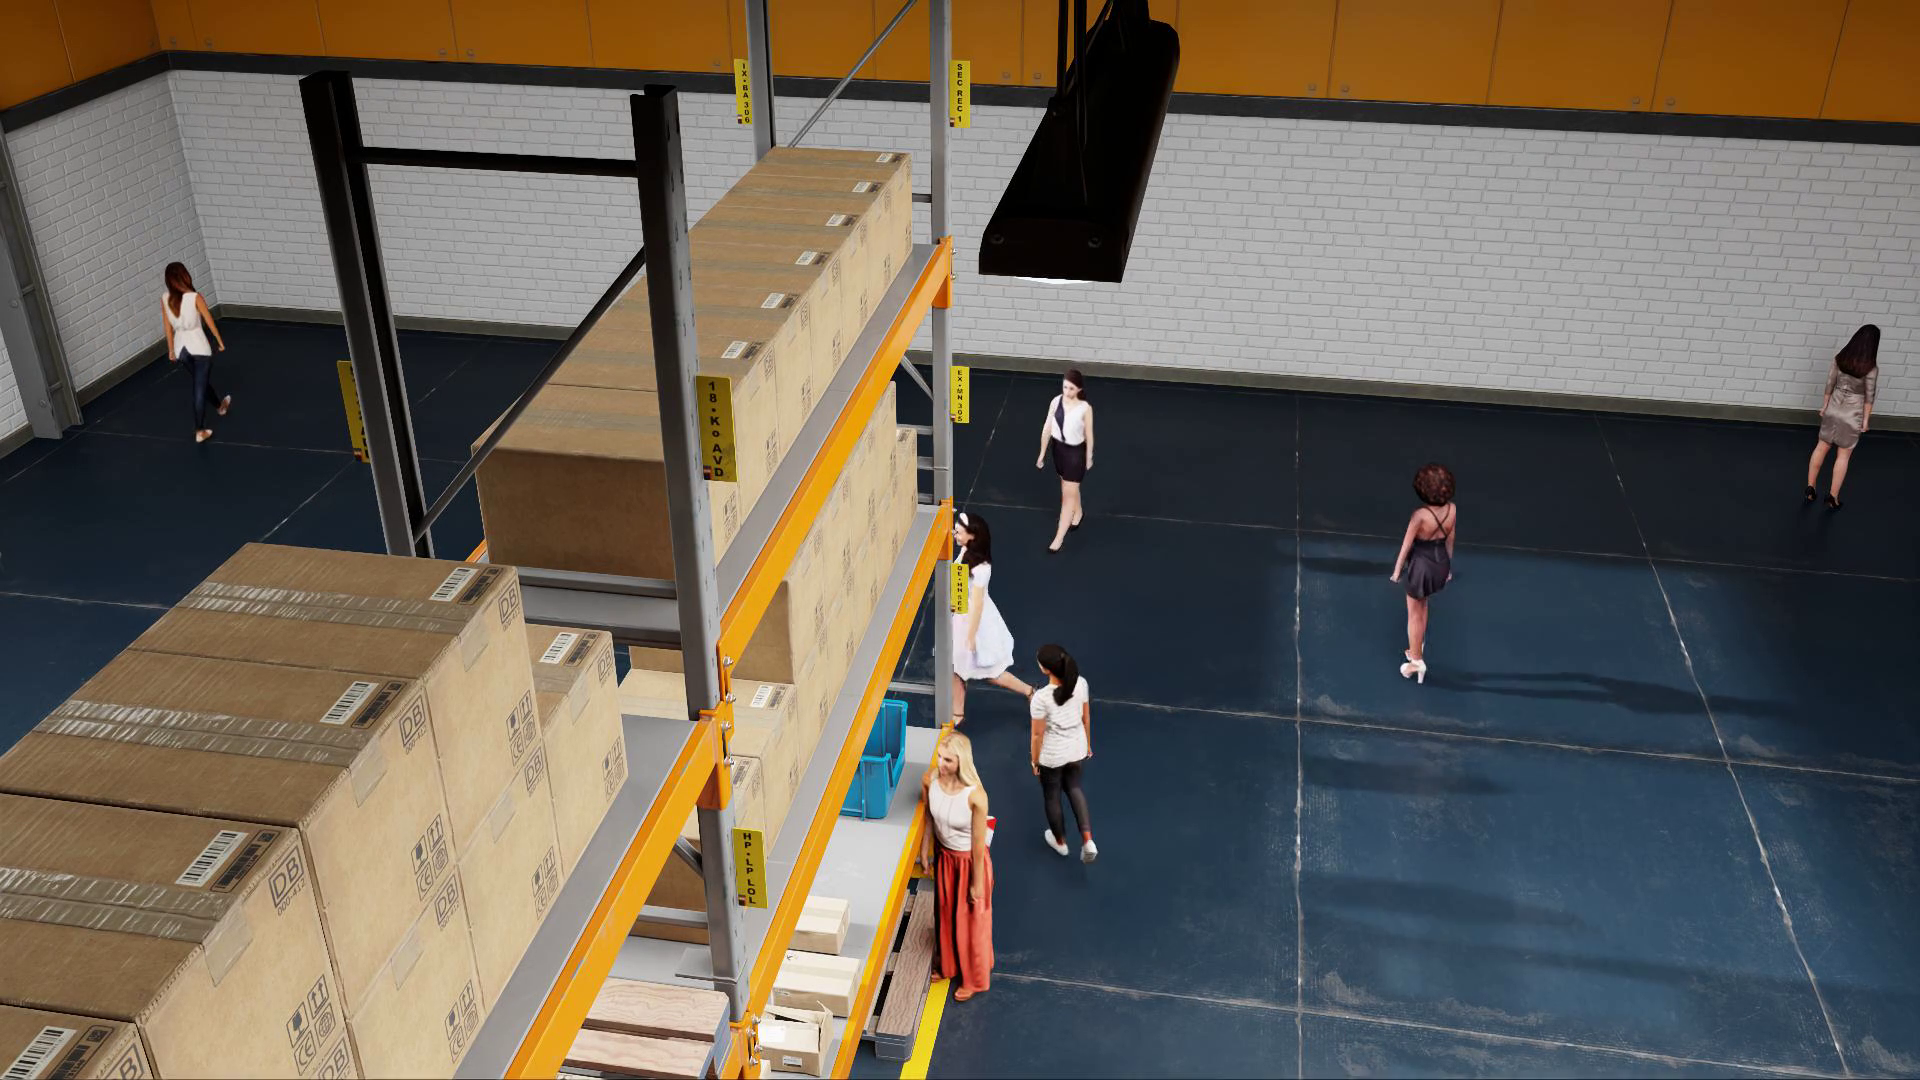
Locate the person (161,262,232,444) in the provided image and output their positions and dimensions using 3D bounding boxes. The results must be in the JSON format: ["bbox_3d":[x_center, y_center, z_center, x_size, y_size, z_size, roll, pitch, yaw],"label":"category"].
[{"bbox_3d":[-7.461,-1.777,16.103,0.670,1.750,1.053,2,29,4],"label":"person"}]

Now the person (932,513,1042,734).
[{"bbox_3d":[0.188,0.622,11.661,1.044,1.793,1.099,-9,30,-15],"label":"person"}]

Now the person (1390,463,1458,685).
[{"bbox_3d":[3.495,0.292,12.285,0.725,1.774,0.781,-12,31,-20],"label":"person"}]

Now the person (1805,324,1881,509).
[{"bbox_3d":[7.909,-1.107,14.879,0.722,1.746,0.655,-17,33,-29],"label":"person"}]

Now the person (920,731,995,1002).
[{"bbox_3d":[0.006,1.832,9.434,0.713,1.801,0.739,20,35,32],"label":"person"}]

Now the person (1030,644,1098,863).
[{"bbox_3d":[0.677,1.388,10.437,0.847,1.620,0.936,-13,31,-22],"label":"person"}]

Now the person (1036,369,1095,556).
[{"bbox_3d":[0.975,-0.729,14.332,0.833,1.607,1.136,16,33,27],"label":"person"}]
